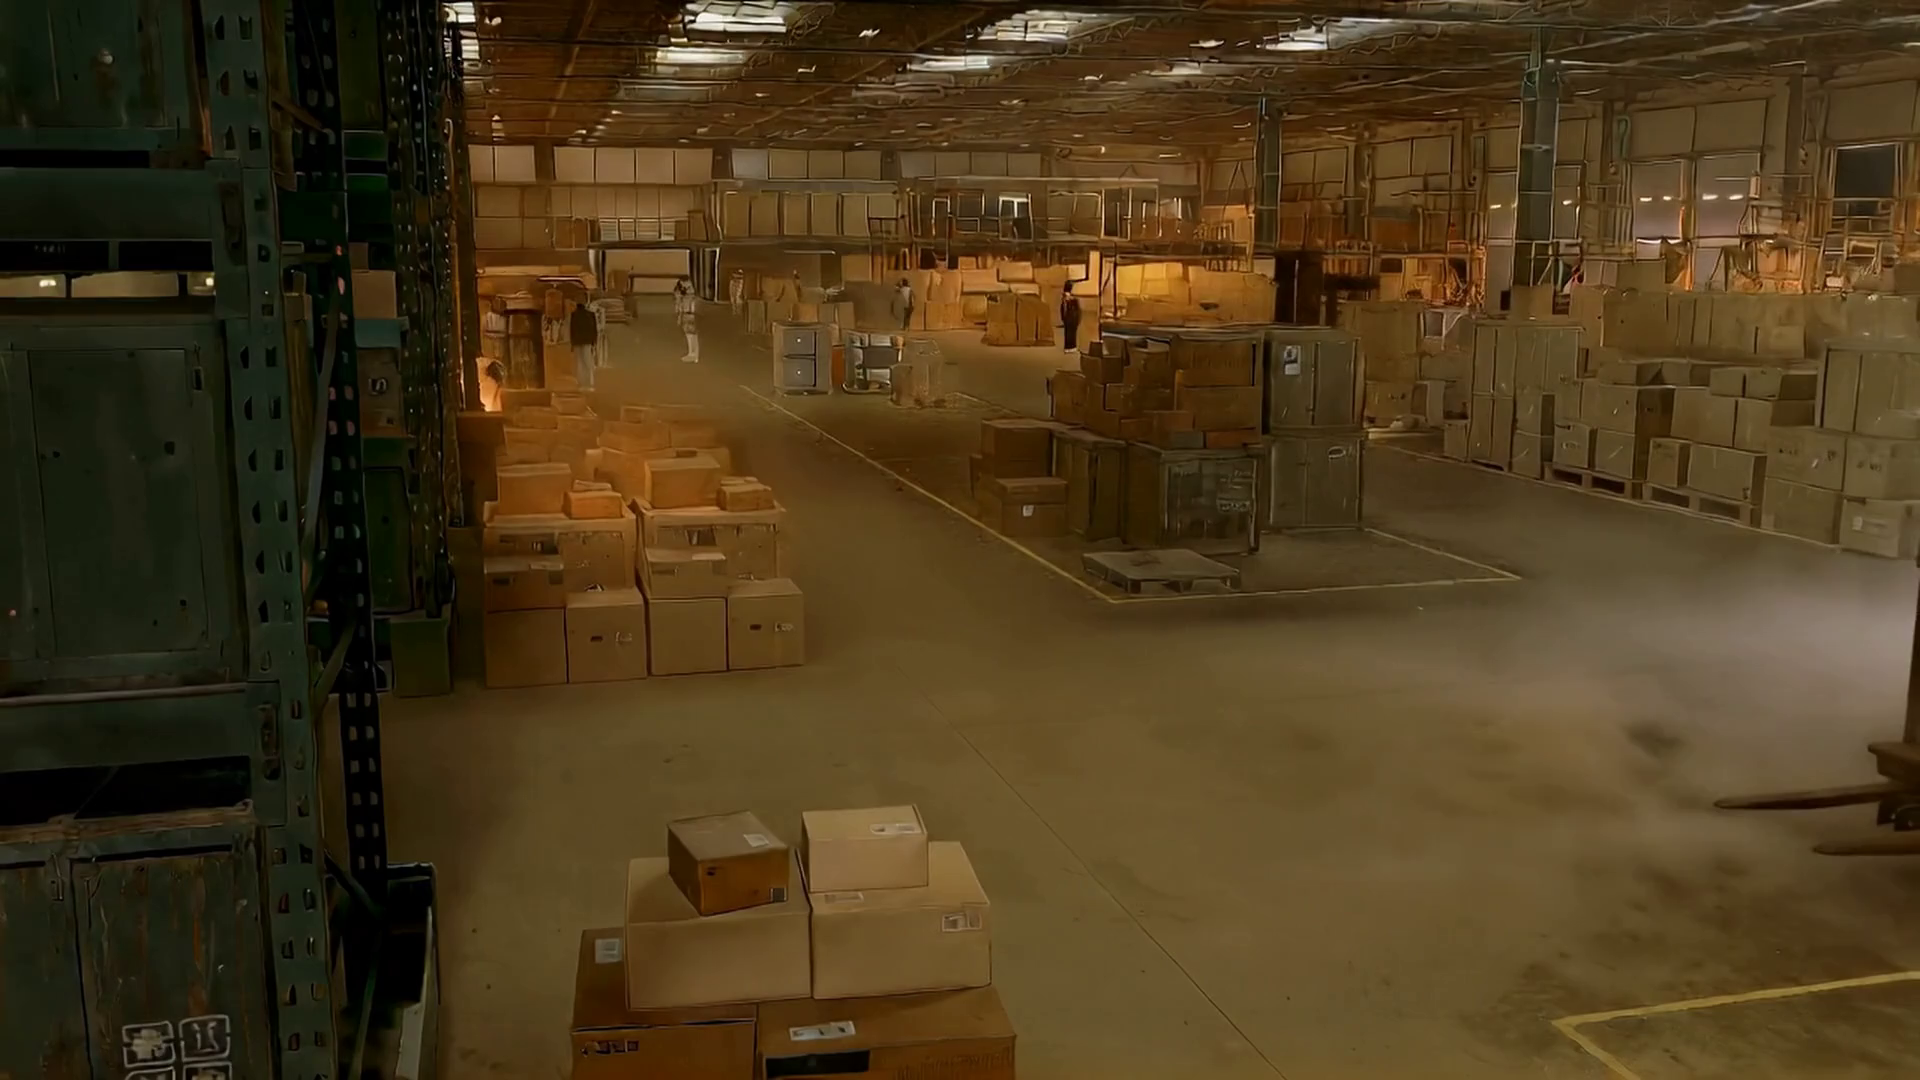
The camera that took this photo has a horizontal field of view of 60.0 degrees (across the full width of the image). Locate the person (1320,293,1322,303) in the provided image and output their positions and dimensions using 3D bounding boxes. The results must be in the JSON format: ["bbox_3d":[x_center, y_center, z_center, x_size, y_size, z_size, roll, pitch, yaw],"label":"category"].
[{"bbox_3d":[11.765,-7.739,55.338,0.539,1.700,0.317,1,10,8],"label":"person"}]

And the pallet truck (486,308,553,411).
[{"bbox_3d":[-6.242,-2.418,24.362,0.823,1.965,1.885,1,10,3],"label":"pallet truck"}]

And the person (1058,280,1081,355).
[{"bbox_3d":[3.008,-5.916,44.052,0.860,2.000,0.535,-8,13,-38],"label":"person"}]

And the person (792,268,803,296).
[{"bbox_3d":[-6.895,-10.503,70.300,0.612,1.943,0.679,5,11,27],"label":"person"}]

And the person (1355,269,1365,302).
[{"bbox_3d":[17.247,-10.730,71.751,0.560,1.892,0.982,8,13,37],"label":"person"}]

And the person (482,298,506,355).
[{"bbox_3d":[-9.362,-3.965,33.634,0.581,1.835,1.018,-3,10,-16],"label":"person"}]

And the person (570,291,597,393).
[{"bbox_3d":[-7.407,-3.884,32.666,0.609,1.997,0.375,5,11,28],"label":"person"}]

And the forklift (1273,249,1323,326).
[{"bbox_3d":[4.855,-2.824,24.162,1.873,2.768,1.129,-3,10,-15],"label":"forklift"}]

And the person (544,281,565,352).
[{"bbox_3d":[-11.002,-6.053,45.125,0.548,1.934,0.375,0,10,3],"label":"person"}]

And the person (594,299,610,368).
[{"bbox_3d":[-8.460,-4.863,39.225,0.310,1.640,0.514,4,11,21],"label":"person"}]

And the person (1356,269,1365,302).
[{"bbox_3d":[18.813,-11.951,78.859,0.719,1.820,0.636,6,12,31],"label":"person"}]

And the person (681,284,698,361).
[{"bbox_3d":[-6.789,-5.460,41.762,0.361,1.938,0.545,-8,13,-38],"label":"person"}]

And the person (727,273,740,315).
[{"bbox_3d":[-9.467,-10.282,69.602,0.531,1.753,0.462,0,10,2],"label":"person"}]

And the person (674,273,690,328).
[{"bbox_3d":[-9.774,-8.443,58.707,0.593,1.919,0.392,-1,10,-7],"label":"person"}]

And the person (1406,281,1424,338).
[{"bbox_3d":[13.737,-6.904,50.256,0.539,1.826,0.641,-6,12,-33],"label":"person"}]

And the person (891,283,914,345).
[{"bbox_3d":[-1.674,-6.520,48.110,0.986,1.806,0.550,8,13,39],"label":"person"}]

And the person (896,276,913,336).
[{"bbox_3d":[-1.798,-7.554,53.670,0.596,1.916,0.374,4,11,24],"label":"person"}]

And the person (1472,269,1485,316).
[{"bbox_3d":[20.549,-9.771,66.036,0.392,1.986,0.610,-4,11,-23],"label":"person"}]

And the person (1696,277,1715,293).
[{"bbox_3d":[24.174,-7.588,53.981,0.598,1.886,0.964,0,10,0],"label":"person"}]

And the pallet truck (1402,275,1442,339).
[{"bbox_3d":[14.620,-7.324,52.145,0.823,1.965,1.885,8,13,40],"label":"pallet truck"}]

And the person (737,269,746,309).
[{"bbox_3d":[-10.069,-11.566,76.596,0.504,1.847,0.345,-9,13,-41],"label":"person"}]

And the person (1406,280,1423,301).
[{"bbox_3d":[13.019,-6.494,47.622,0.629,1.937,0.379,-7,12,-36],"label":"person"}]

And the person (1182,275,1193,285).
[{"bbox_3d":[8.160,-8.577,59.685,0.521,1.853,0.355,10,14,44],"label":"person"}]

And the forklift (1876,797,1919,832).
[{"bbox_3d":[5.553,0.092,7.654,1.873,2.768,1.129,-3,10,-15],"label":"forklift"}]

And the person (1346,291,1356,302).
[{"bbox_3d":[8.777,-4.635,37.260,0.636,1.894,1.032,-2,10,-12],"label":"person"}]

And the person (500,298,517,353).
[{"bbox_3d":[-10.394,-4.681,38.031,0.532,1.696,0.319,-3,11,-19],"label":"person"}]
